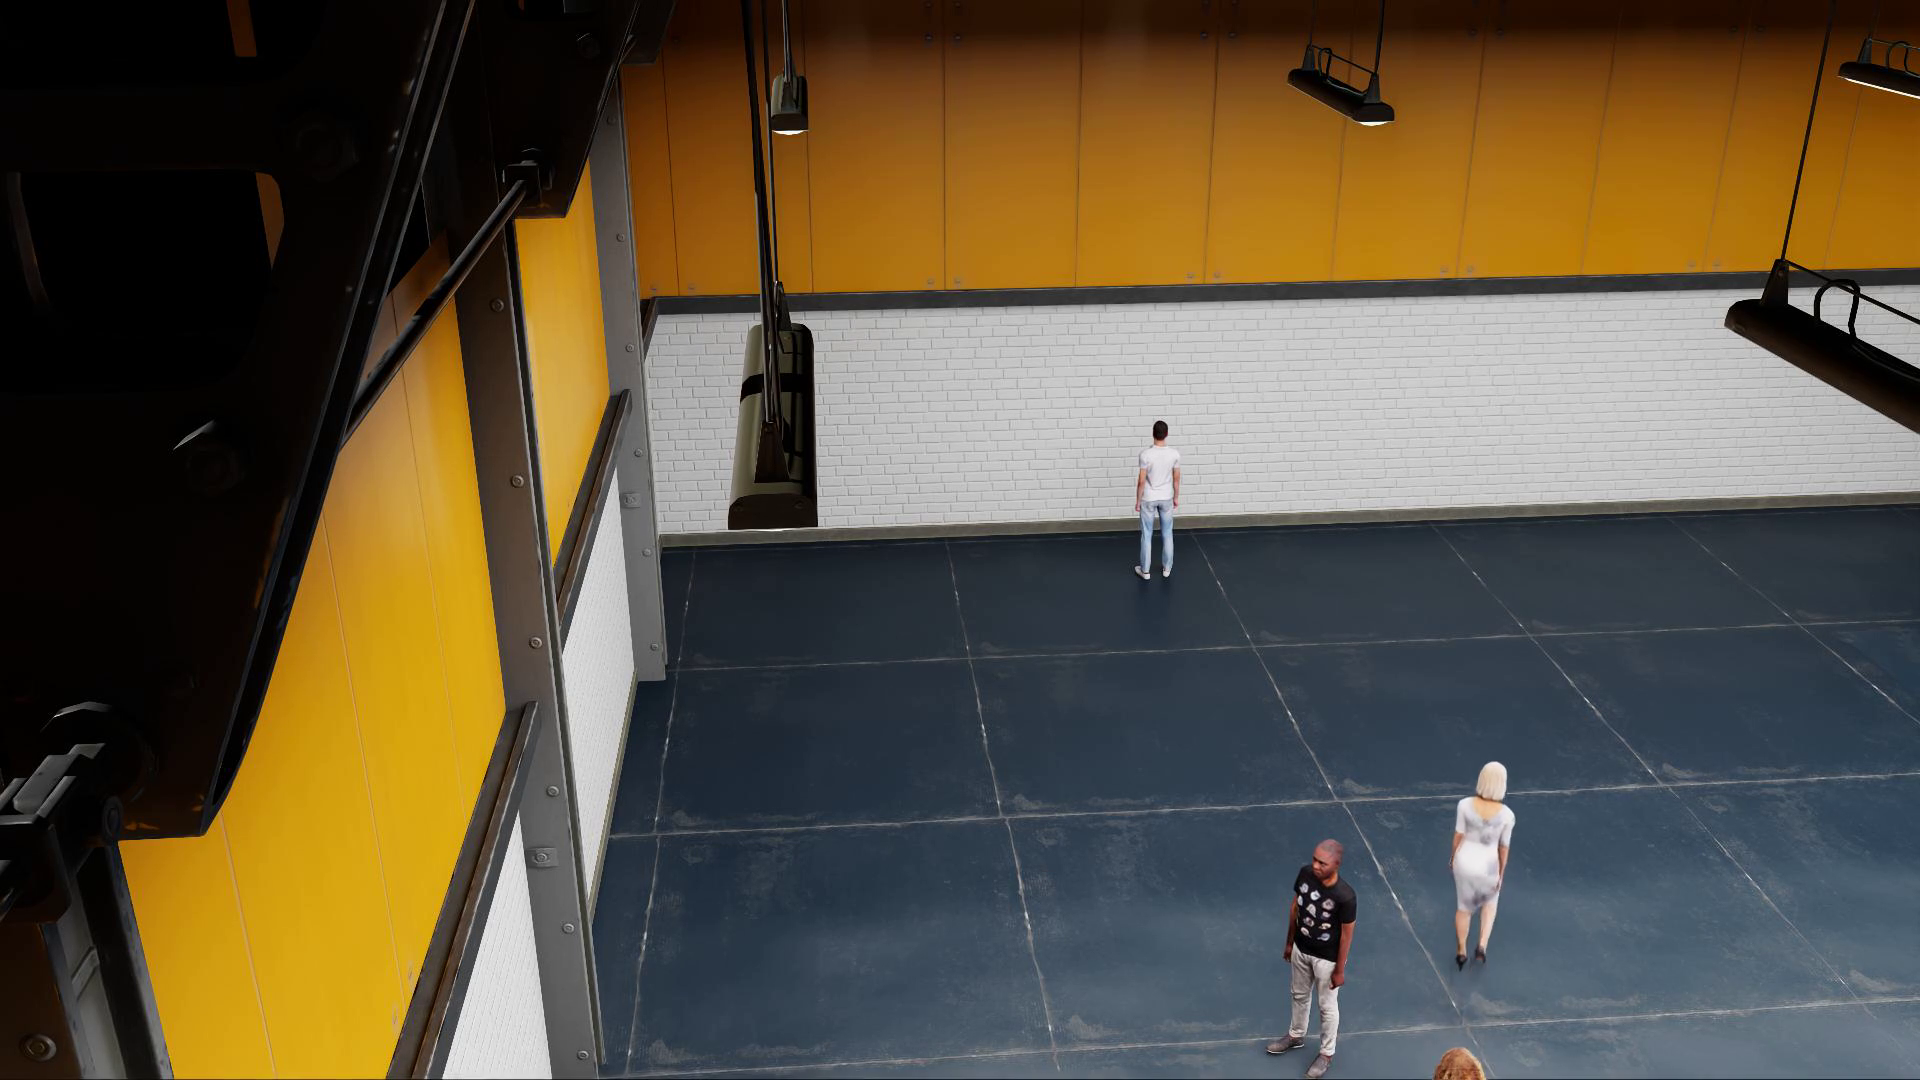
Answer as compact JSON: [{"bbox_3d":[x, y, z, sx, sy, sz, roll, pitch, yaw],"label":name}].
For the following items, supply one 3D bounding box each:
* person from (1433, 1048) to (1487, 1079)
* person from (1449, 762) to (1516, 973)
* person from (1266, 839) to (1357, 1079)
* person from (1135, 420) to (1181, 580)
[{"bbox_3d":[2.796,3.690,9.431,0.720,1.744,0.892,4,24,10],"label":"person"},{"bbox_3d":[3.813,2.456,12.259,0.662,1.740,0.685,9,25,19],"label":"person"},{"bbox_3d":[2.455,2.813,11.361,0.818,1.805,0.729,-19,30,-36],"label":"person"},{"bbox_3d":[2.224,-0.456,18.783,0.676,1.851,0.565,-5,24,-10],"label":"person"}]
